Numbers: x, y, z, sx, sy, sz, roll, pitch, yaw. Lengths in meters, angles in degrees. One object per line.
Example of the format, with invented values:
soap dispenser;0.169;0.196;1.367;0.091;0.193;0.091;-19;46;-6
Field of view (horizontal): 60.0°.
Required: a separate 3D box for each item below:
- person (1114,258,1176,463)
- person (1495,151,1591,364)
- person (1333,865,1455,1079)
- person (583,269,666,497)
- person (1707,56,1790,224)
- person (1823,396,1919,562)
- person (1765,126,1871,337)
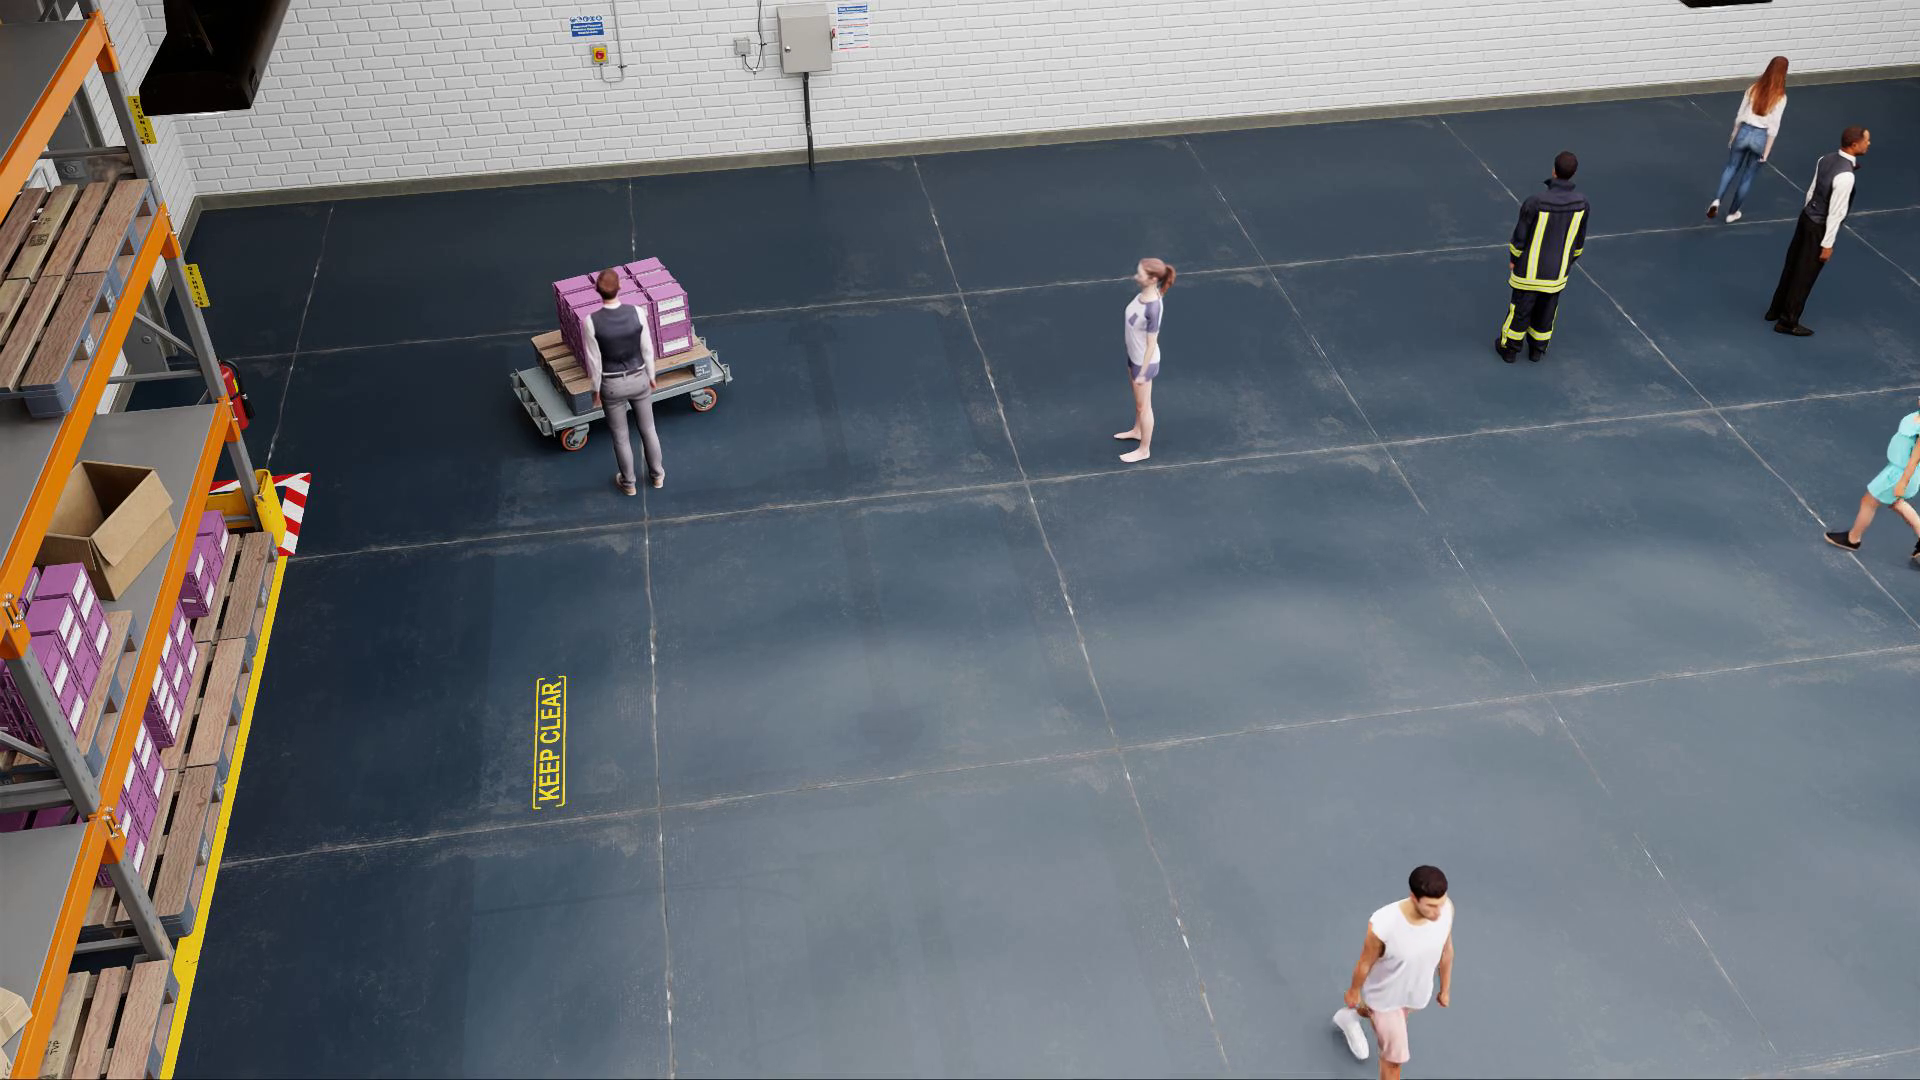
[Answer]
person;1.442;-1.434;13.069;0.659;1.767;0.540;-2;39;-2
person;4.959;-2.390;14.137;0.826;1.928;0.710;-1;39;-1
person;2.202;2.213;8.520;0.816;1.745;1.180;-14;41;-17
person;-2.549;-1.200;12.640;0.698;1.937;0.629;-13;40;-16
person;7.641;-3.843;16.124;0.887;1.718;0.865;-32;48;-34
person;6.910;-0.487;12.064;1.002;1.542;0.962;21;43;24
person;7.515;-2.711;14.573;0.801;1.886;0.602;2;39;2
